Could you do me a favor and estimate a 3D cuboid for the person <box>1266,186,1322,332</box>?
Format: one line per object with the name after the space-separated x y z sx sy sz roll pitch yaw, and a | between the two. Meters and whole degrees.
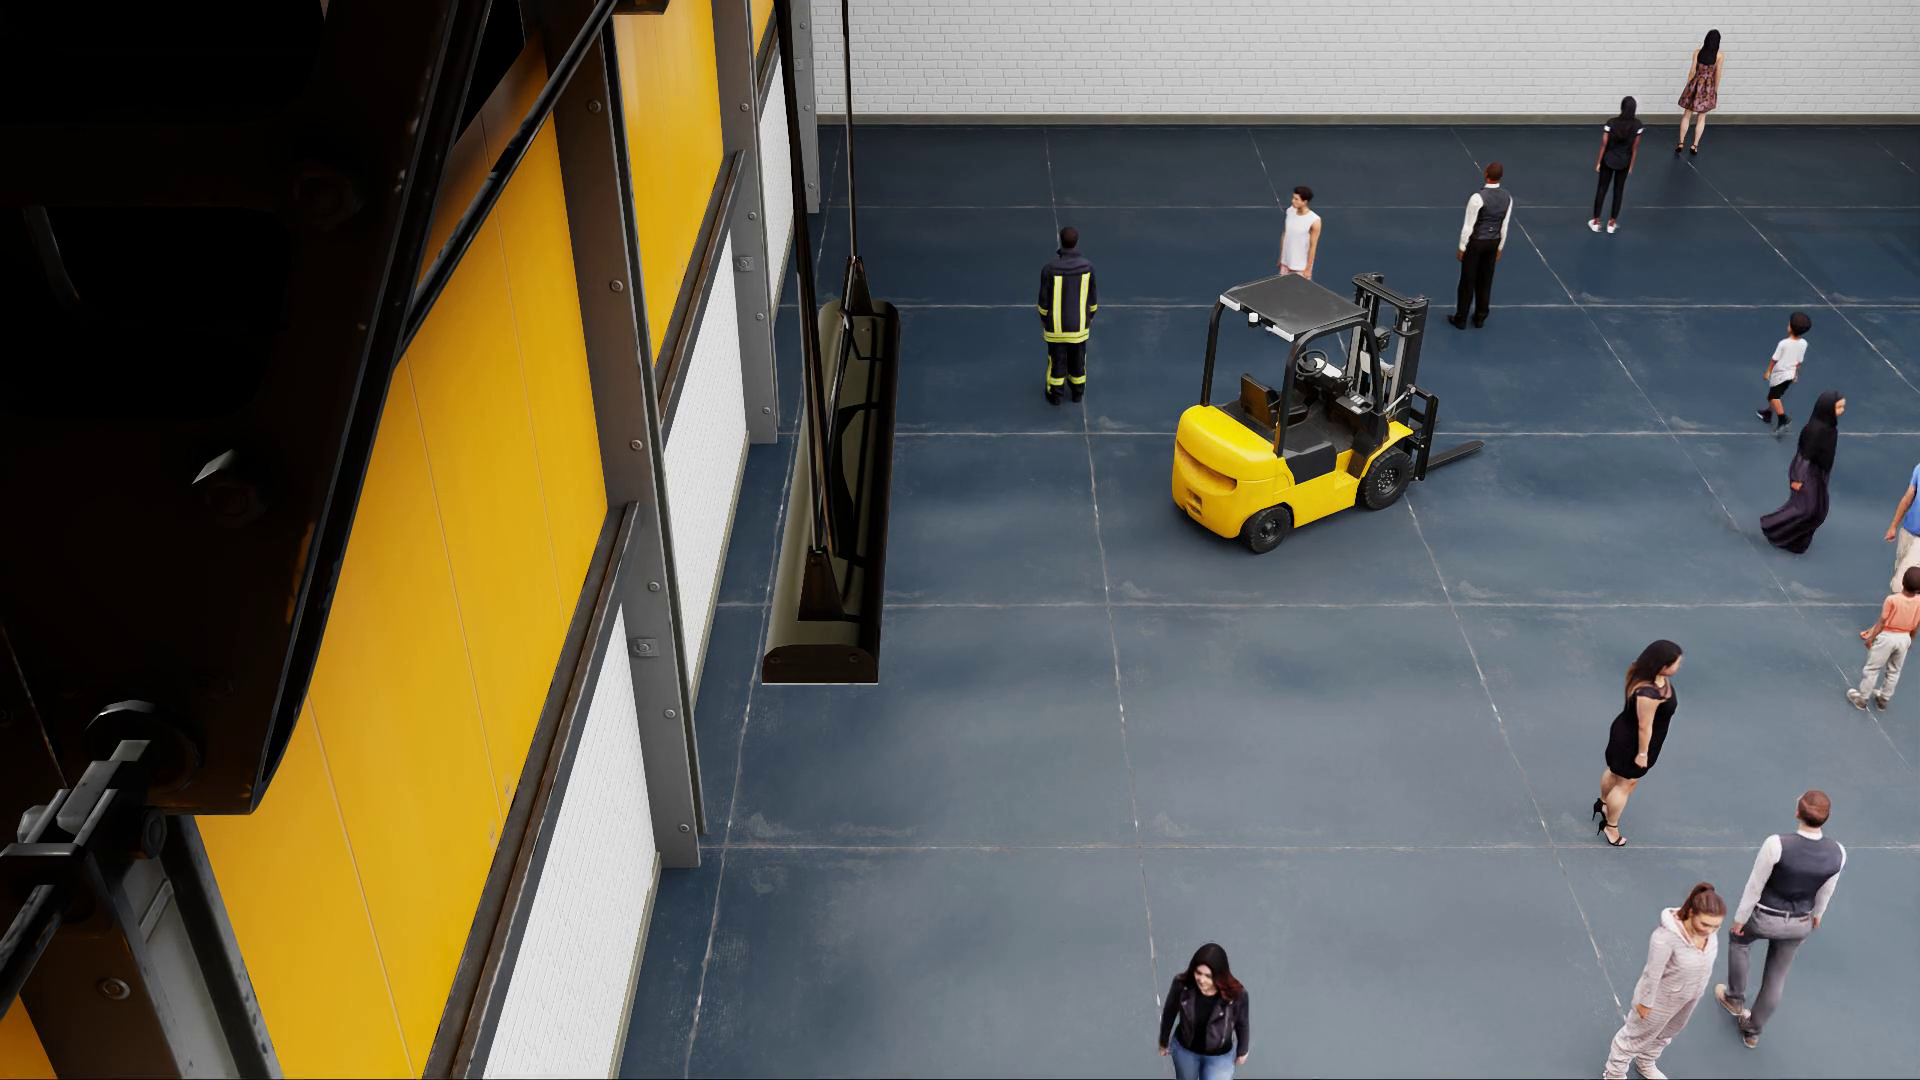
3.754 -3.091 18.434 0.794 1.785 0.698 -20 39 -28 | person

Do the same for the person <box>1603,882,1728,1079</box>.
4.200 2.656 9.877 0.720 1.687 0.710 -15 36 -21 | person

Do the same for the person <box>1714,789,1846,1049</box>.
4.992 2.360 10.108 0.755 1.924 0.769 6 34 9 | person

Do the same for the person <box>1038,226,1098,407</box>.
1.101 -2.307 17.128 0.831 1.926 0.726 -6 34 -8 | person

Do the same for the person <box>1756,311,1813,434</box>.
8.349 -1.678 16.797 0.599 1.245 0.824 -7 34 -11 | person

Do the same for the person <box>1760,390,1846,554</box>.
7.556 -0.650 14.922 0.833 1.608 0.893 -28 43 -35 | person

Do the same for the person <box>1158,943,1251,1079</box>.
1.423 2.874 9.606 0.753 1.623 0.751 13 36 18 | person

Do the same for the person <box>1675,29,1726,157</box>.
10.326 -6.246 23.191 0.783 1.774 0.815 16 37 22 | person

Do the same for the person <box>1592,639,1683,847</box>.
4.752 1.407 11.731 0.749 1.715 0.595 6 34 9 | person

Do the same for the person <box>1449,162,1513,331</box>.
5.841 -3.289 18.614 0.738 1.917 0.659 -8 34 -11 | person

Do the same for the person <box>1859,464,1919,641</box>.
8.043 -0.057 13.821 1.094 1.838 1.208 -18 37 -25 | person

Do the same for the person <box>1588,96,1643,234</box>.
8.267 -4.744 20.972 0.647 1.729 0.608 8 34 11 | person

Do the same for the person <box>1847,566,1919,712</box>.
7.319 0.775 13.047 0.514 1.310 0.487 4 34 6 | person
